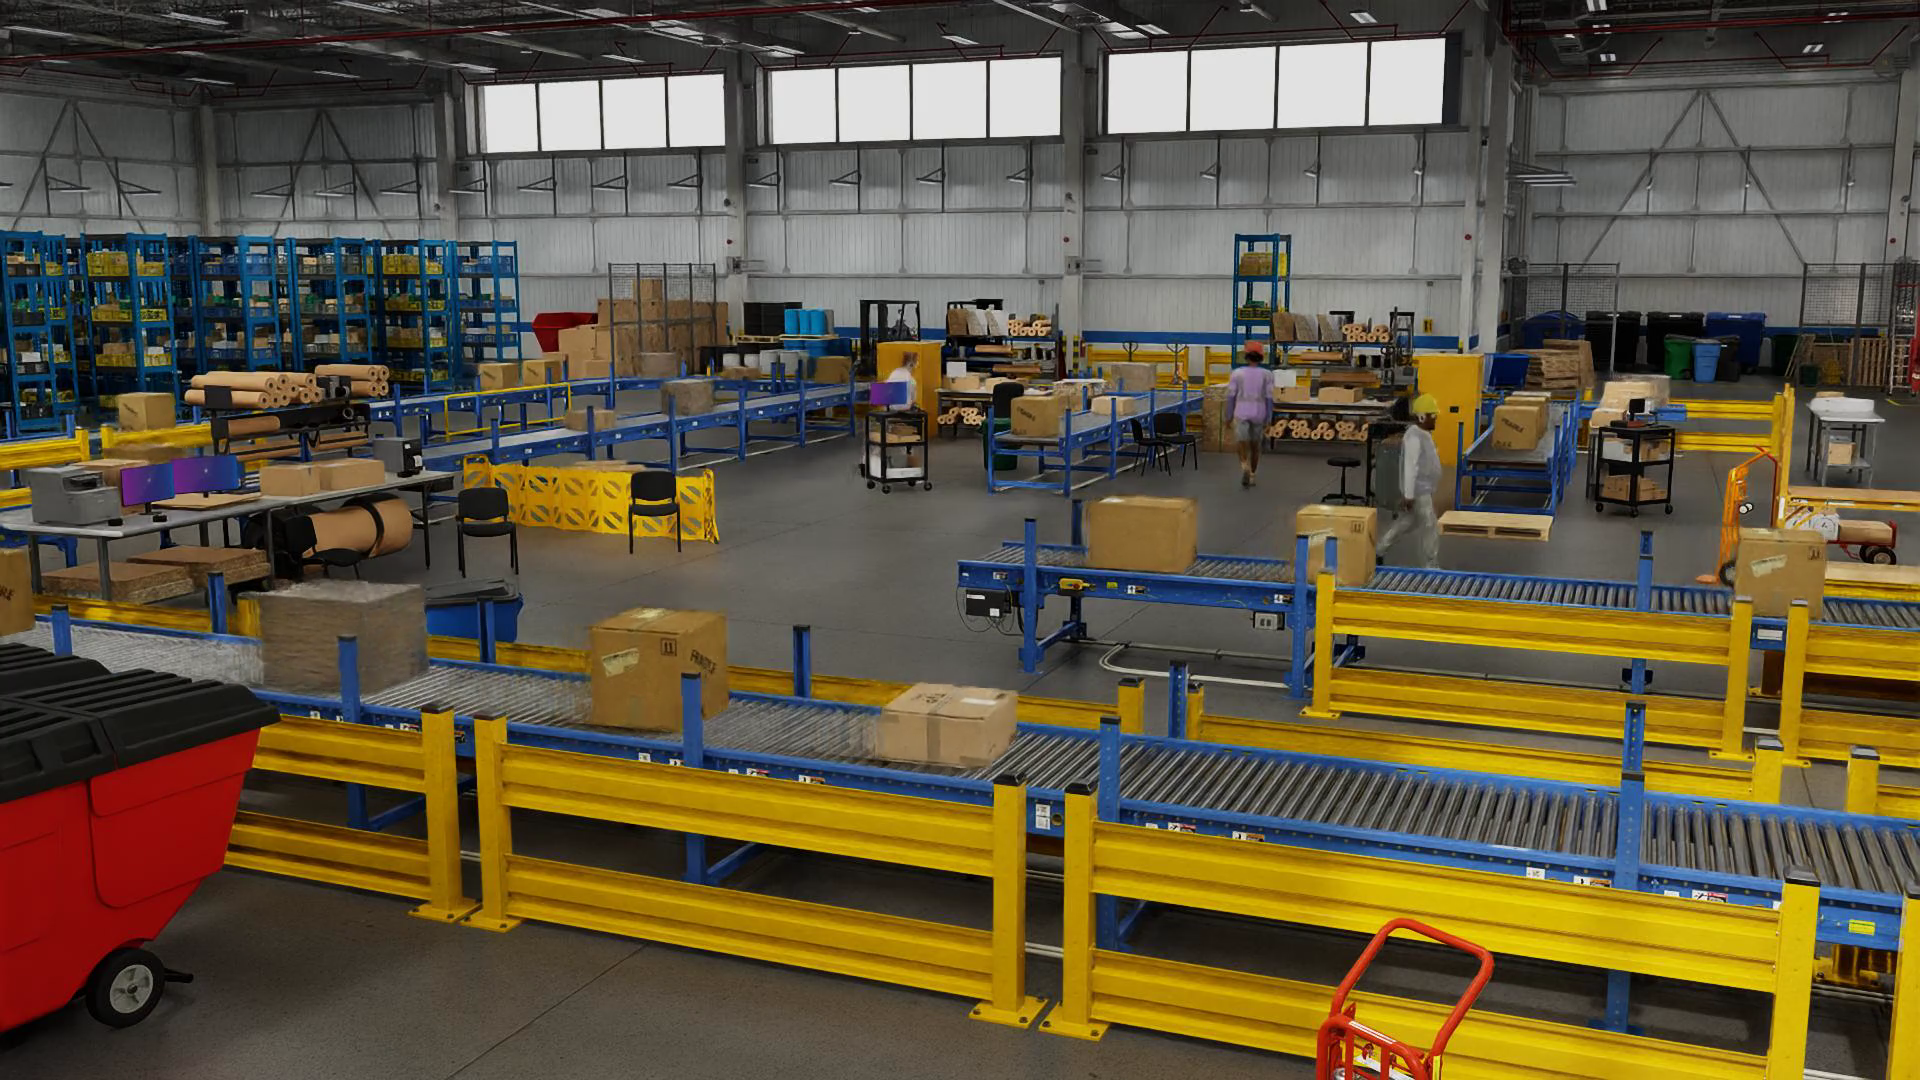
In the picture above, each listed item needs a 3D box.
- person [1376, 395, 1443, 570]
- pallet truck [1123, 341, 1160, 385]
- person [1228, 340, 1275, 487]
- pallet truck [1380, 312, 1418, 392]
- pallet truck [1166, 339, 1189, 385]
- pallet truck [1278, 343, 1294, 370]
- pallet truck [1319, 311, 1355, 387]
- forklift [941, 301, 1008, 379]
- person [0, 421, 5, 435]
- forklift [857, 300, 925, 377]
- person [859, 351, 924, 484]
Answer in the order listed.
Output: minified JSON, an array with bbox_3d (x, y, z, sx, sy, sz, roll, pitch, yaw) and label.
[{"bbox_3d":[4.401,-0.522,16.190,0.831,1.806,0.598,4,10,22],"label":"person"},{"bbox_3d":[4.445,-4.380,41.279,0.680,1.201,1.601,4,10,22],"label":"pallet truck"},{"bbox_3d":[3.963,-1.703,22.638,0.612,2.027,0.727,1,9,4],"label":"person"},{"bbox_3d":[10.207,-4.283,38.369,0.823,1.965,1.885,3,10,20],"label":"pallet truck"},{"bbox_3d":[5.418,-4.269,40.420,0.704,1.261,1.522,3,10,20],"label":"pallet truck"},{"bbox_3d":[7.886,-4.163,39.743,0.653,1.274,1.630,4,10,22],"label":"pallet truck"},{"bbox_3d":[9.071,-4.419,39.190,0.823,1.965,1.885,5,10,26],"label":"pallet truck"},{"bbox_3d":[0.365,-4.966,41.571,1.157,1.987,2.680,3,10,20],"label":"forklift"},{"bbox_3d":[-13.262,-1.550,22.582,0.541,1.742,0.656,5,11,28],"label":"person"},{"bbox_3d":[-1.732,-5.109,42.468,1.157,1.987,2.680,4,10,22],"label":"forklift"},{"bbox_3d":[-0.929,-1.686,23.041,0.833,1.870,0.666,-5,10,-26],"label":"person"}]
